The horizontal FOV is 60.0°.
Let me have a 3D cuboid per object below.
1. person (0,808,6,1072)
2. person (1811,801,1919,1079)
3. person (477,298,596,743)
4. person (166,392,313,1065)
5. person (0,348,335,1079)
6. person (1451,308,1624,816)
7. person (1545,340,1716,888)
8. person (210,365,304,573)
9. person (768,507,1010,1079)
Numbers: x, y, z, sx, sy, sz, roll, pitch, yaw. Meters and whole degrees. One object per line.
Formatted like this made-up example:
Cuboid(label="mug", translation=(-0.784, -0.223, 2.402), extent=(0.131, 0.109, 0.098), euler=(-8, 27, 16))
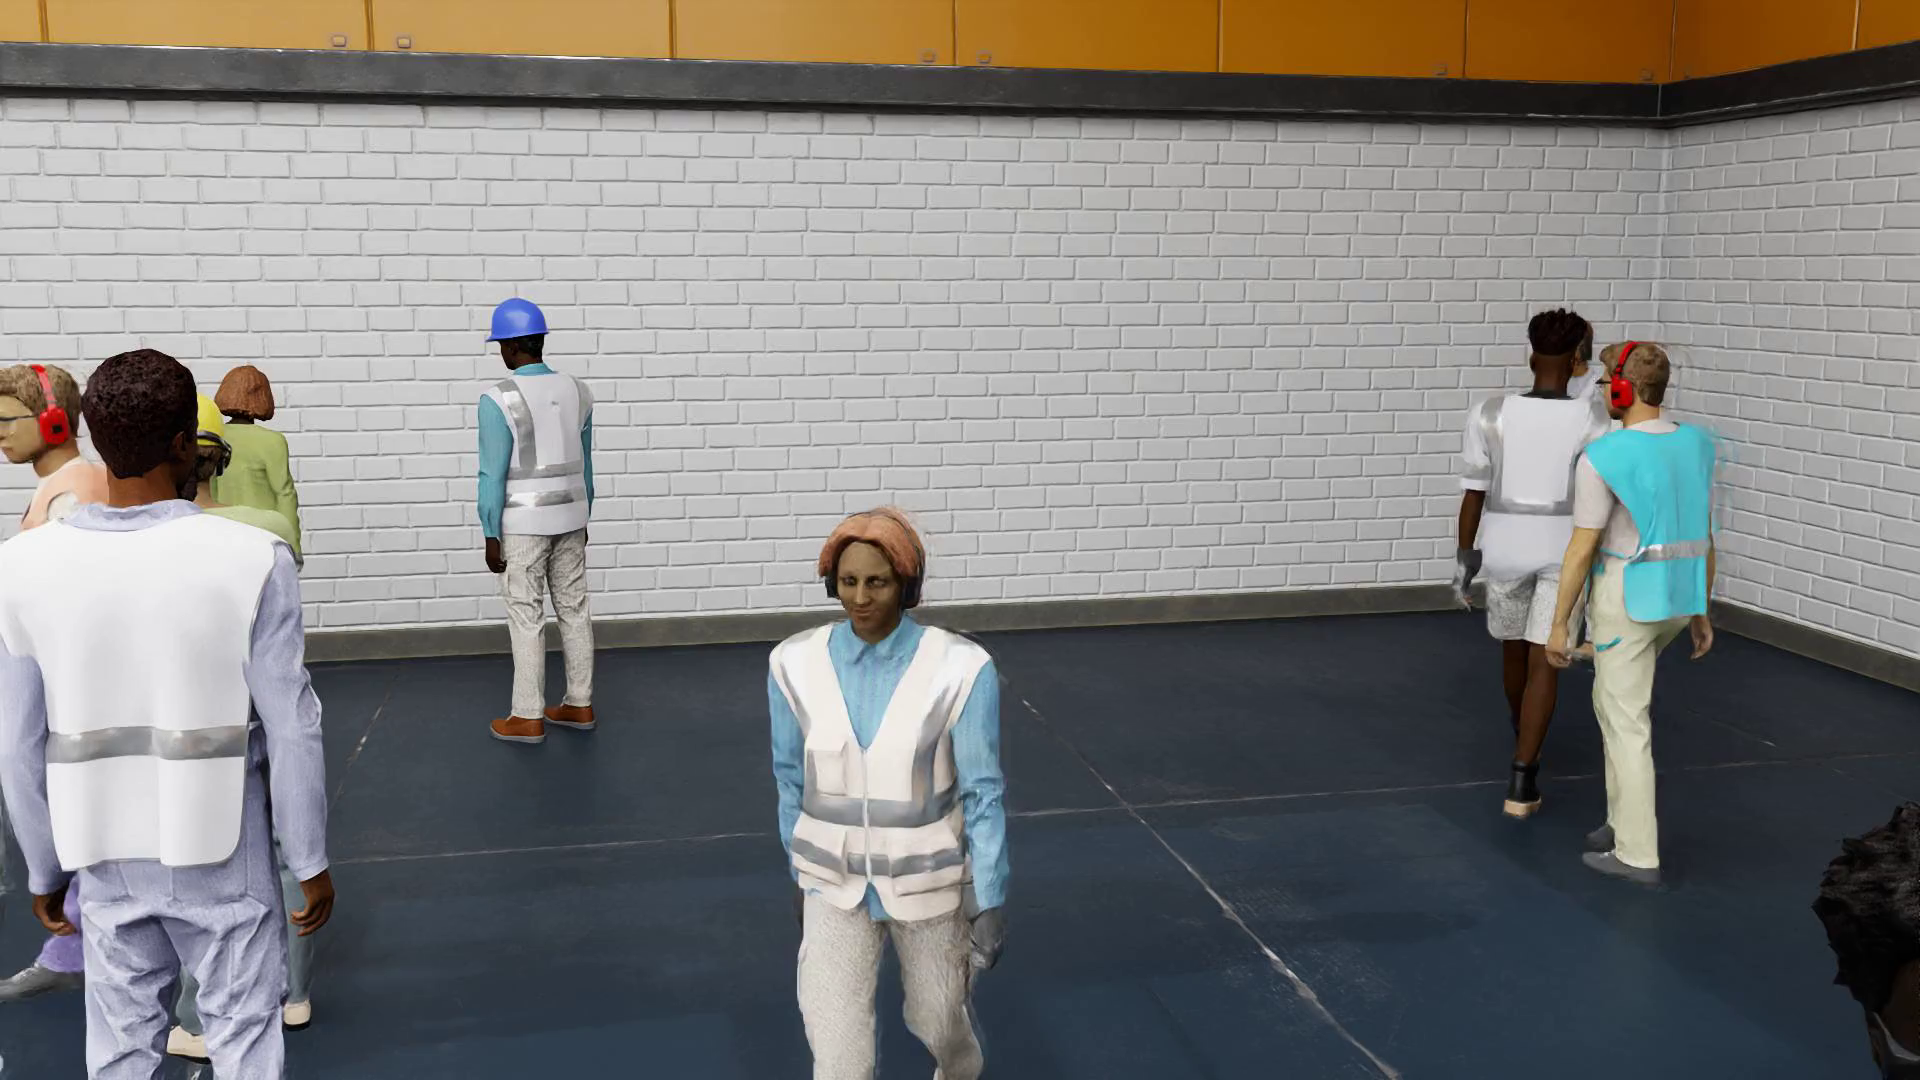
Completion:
Cuboid(label="person", translation=(-2.150, 0.664, 3.394), extent=(0.498, 1.714, 0.606), euler=(0, 9, 0))
Cuboid(label="person", translation=(0.729, 1.019, 1.311), extent=(0.537, 1.695, 0.320), euler=(3, 10, 17))
Cuboid(label="person", translation=(-1.858, -0.082, 7.293), extent=(0.416, 1.939, 0.605), euler=(7, 11, 35))
Cuboid(label="person", translation=(-1.984, 0.482, 4.375), extent=(0.331, 1.767, 0.527), euler=(9, 13, 43))
Cuboid(label="person", translation=(-1.511, 0.601, 3.192), extent=(0.587, 1.918, 0.391), euler=(0, 9, -3))
Cuboid(label="person", translation=(2.301, 0.054, 6.527), extent=(0.631, 1.906, 1.016), euler=(5, 11, 29))
Cuboid(label="person", translation=(2.240, 0.243, 5.640), extent=(0.609, 1.821, 0.572), euler=(-5, 11, -28))
Cuboid(label="person", translation=(-3.209, 0.024, 7.565), extent=(0.507, 1.632, 0.274), euler=(3, 10, 20))
Cuboid(label="person", translation=(-0.129, 0.707, 3.524), extent=(0.515, 1.605, 0.804), euler=(2, 10, 12))
